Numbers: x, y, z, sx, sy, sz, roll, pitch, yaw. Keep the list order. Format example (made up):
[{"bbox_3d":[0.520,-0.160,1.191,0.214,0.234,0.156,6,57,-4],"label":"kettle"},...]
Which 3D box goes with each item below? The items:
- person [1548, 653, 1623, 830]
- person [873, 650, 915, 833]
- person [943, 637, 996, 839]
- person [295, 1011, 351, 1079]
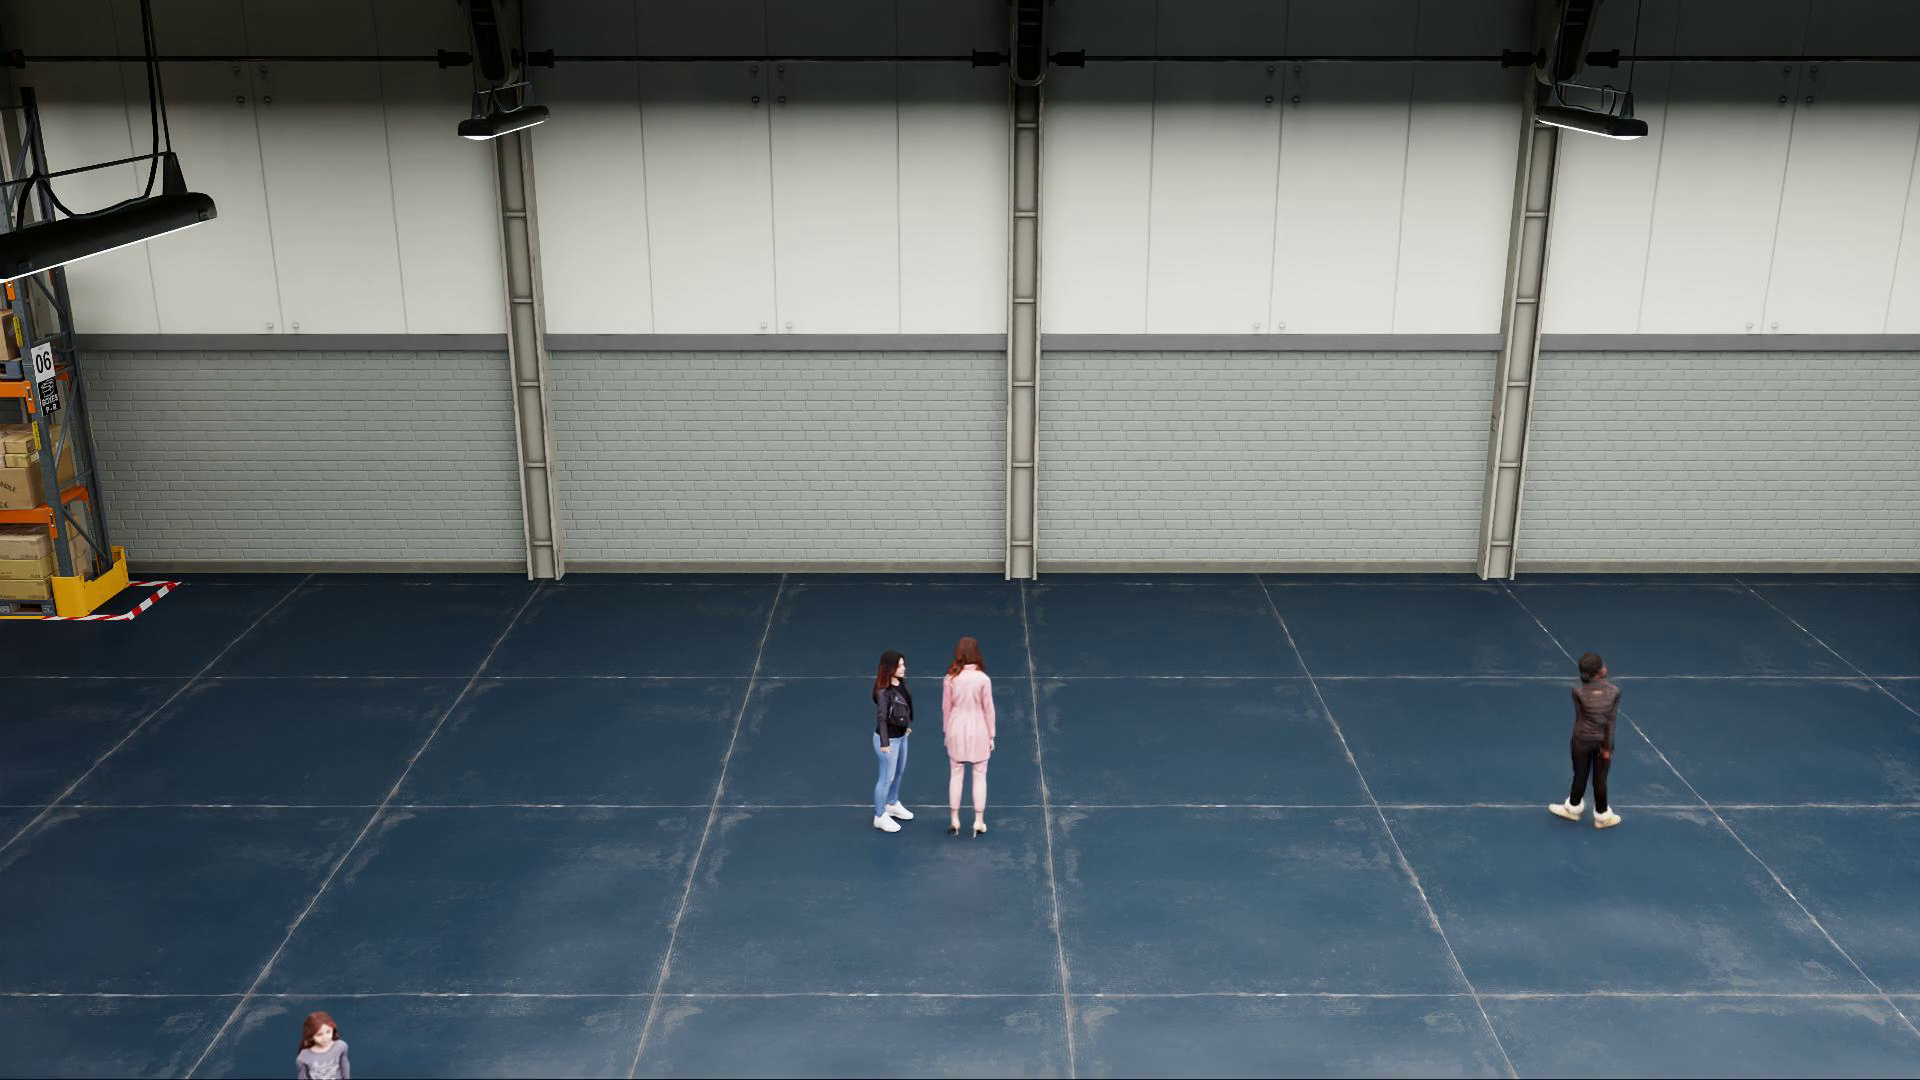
[{"bbox_3d":[5.509,1.752,14.396,0.677,1.638,0.852,-11,21,-31],"label":"person"},{"bbox_3d":[-0.593,1.723,14.496,0.678,1.630,0.695,7,19,20],"label":"person"},{"bbox_3d":[0.066,1.696,14.307,0.526,1.798,0.710,4,18,11],"label":"person"},{"bbox_3d":[-3.948,3.386,10.285,0.805,1.076,0.782,-11,21,-30],"label":"person"}]
